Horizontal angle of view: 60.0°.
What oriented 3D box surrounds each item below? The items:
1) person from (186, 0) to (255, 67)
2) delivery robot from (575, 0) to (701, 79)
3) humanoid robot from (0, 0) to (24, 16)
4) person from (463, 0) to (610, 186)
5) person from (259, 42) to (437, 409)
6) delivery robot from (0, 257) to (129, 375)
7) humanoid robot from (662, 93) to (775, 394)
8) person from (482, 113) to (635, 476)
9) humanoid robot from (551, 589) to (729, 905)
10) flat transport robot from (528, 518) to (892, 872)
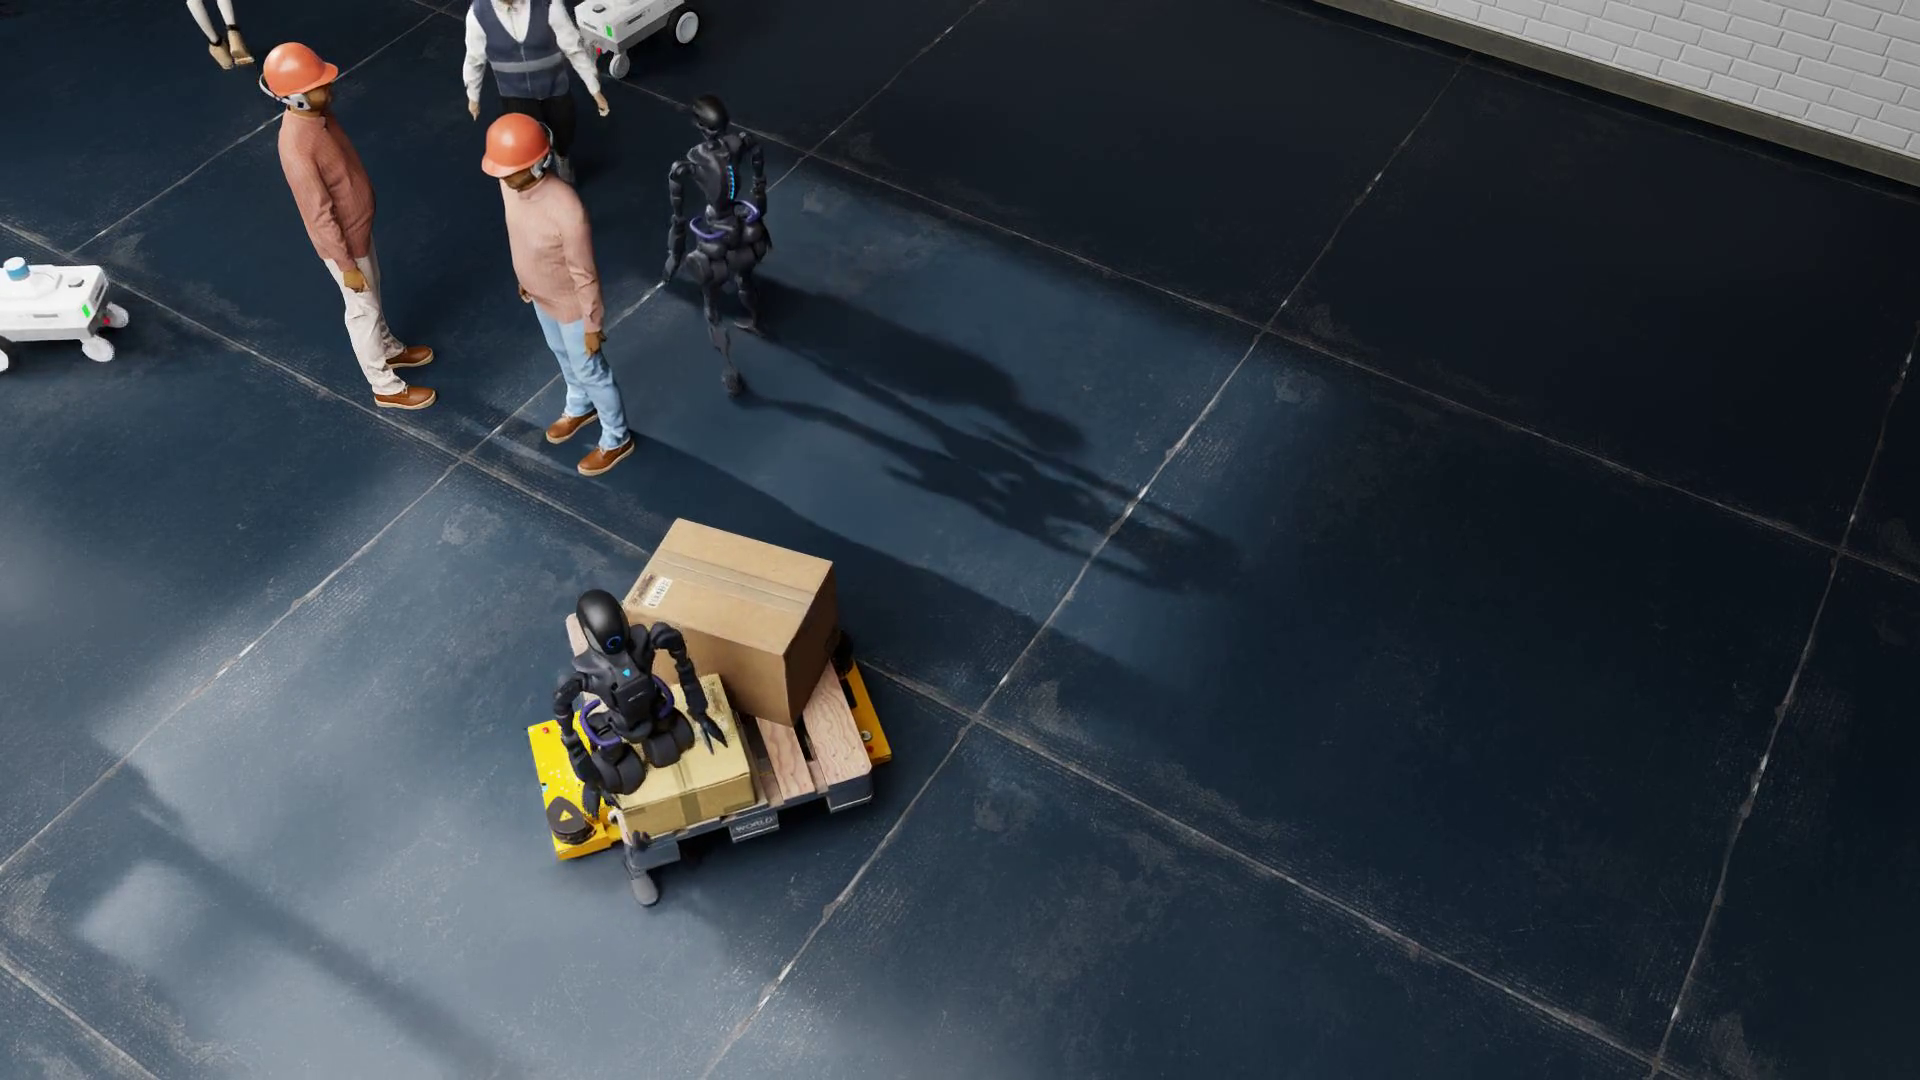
[{"bbox_3d":[-4.668,-3.631,9.927,0.492,1.869,0.520,-25,54,-21],"label":"person"},{"bbox_3d":[-2.069,-3.340,10.549,0.499,0.601,0.802,30,55,24],"label":"delivery robot"},{"bbox_3d":[-6.347,-4.083,10.460,0.363,1.652,0.584,-28,55,-22],"label":"humanoid robot"},{"bbox_3d":[-2.309,-2.466,9.004,0.723,1.724,0.840,-14,50,-12],"label":"person"},{"bbox_3d":[-2.927,-1.479,7.962,0.375,1.997,0.610,-9,49,-8],"label":"person"},{"bbox_3d":[-4.838,-1.206,8.689,0.798,0.608,0.499,-2,49,-2],"label":"delivery robot"},{"bbox_3d":[-1.185,-1.479,8.201,0.600,1.640,0.500,-32,56,-25],"label":"humanoid robot"},{"bbox_3d":[-1.852,-1.121,7.660,0.402,1.986,0.618,-33,57,-25],"label":"person"},{"bbox_3d":[-1.159,0.771,6.205,0.592,1.656,0.399,-30,55,-23],"label":"humanoid robot"},{"bbox_3d":[-1.071,0.845,7.077,1.431,0.231,0.659,-15,51,-13],"label":"flat transport robot"}]
